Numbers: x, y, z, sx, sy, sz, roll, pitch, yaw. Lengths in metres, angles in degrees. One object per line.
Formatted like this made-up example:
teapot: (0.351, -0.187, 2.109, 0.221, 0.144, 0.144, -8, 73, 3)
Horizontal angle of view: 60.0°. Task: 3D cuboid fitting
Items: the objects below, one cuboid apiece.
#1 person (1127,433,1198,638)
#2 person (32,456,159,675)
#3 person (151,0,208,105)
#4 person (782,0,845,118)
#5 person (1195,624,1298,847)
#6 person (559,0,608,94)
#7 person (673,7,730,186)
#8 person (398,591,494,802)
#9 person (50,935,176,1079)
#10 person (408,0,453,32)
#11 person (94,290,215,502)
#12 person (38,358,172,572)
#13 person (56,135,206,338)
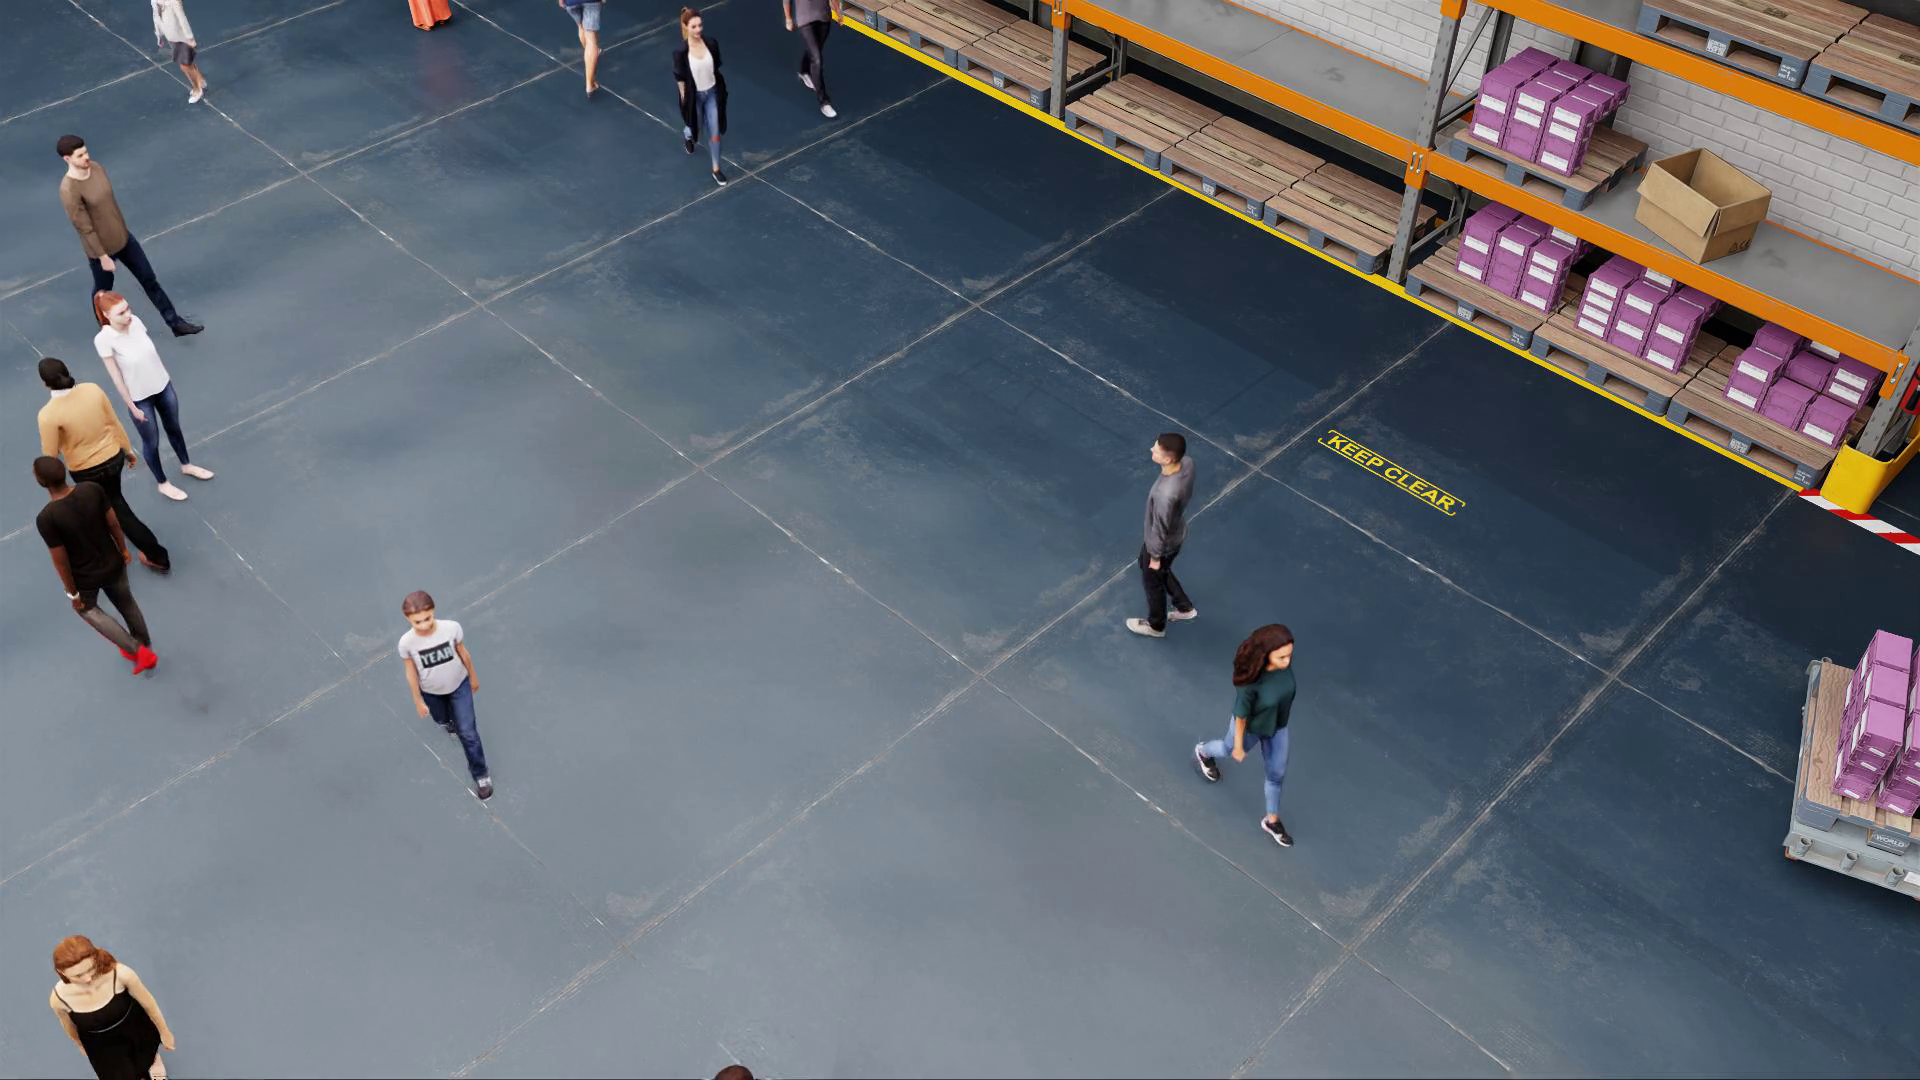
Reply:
person: (1.411, 0.002, 10.846, 0.805, 1.752, 0.749, 16, 46, 17)
person: (-5.443, 0.210, 10.592, 0.795, 1.799, 0.767, 20, 47, 20)
person: (-7.696, -5.006, 16.457, 0.603, 1.262, 0.654, 21, 48, 21)
person: (-1.473, -5.136, 16.195, 0.830, 1.812, 1.207, -25, 49, -24)
person: (1.709, 1.050, 9.870, 0.741, 1.579, 1.148, -25, 49, -24)
person: (-3.725, -5.291, 16.369, 1.164, 1.795, 1.180, 2, 44, 2)
person: (-2.393, -4.086, 15.198, 0.789, 1.667, 0.990, -21, 47, -20)
person: (-3.165, 0.835, 10.128, 0.807, 1.535, 1.105, -16, 46, -16)
person: (-4.250, 2.435, 8.424, 0.753, 1.569, 1.182, -23, 48, -22)
person: (-5.711, -6.213, 17.333, 0.613, 1.802, 0.561, -34, 53, -30)
person: (-5.864, -1.062, 11.974, 0.629, 1.736, 0.622, 18, 46, 18)
person: (-5.845, -0.469, 11.374, 1.244, 1.705, 0.909, 19, 47, 19)
person: (-6.877, -2.375, 13.278, 1.274, 1.838, 1.067, 10, 44, 10)
